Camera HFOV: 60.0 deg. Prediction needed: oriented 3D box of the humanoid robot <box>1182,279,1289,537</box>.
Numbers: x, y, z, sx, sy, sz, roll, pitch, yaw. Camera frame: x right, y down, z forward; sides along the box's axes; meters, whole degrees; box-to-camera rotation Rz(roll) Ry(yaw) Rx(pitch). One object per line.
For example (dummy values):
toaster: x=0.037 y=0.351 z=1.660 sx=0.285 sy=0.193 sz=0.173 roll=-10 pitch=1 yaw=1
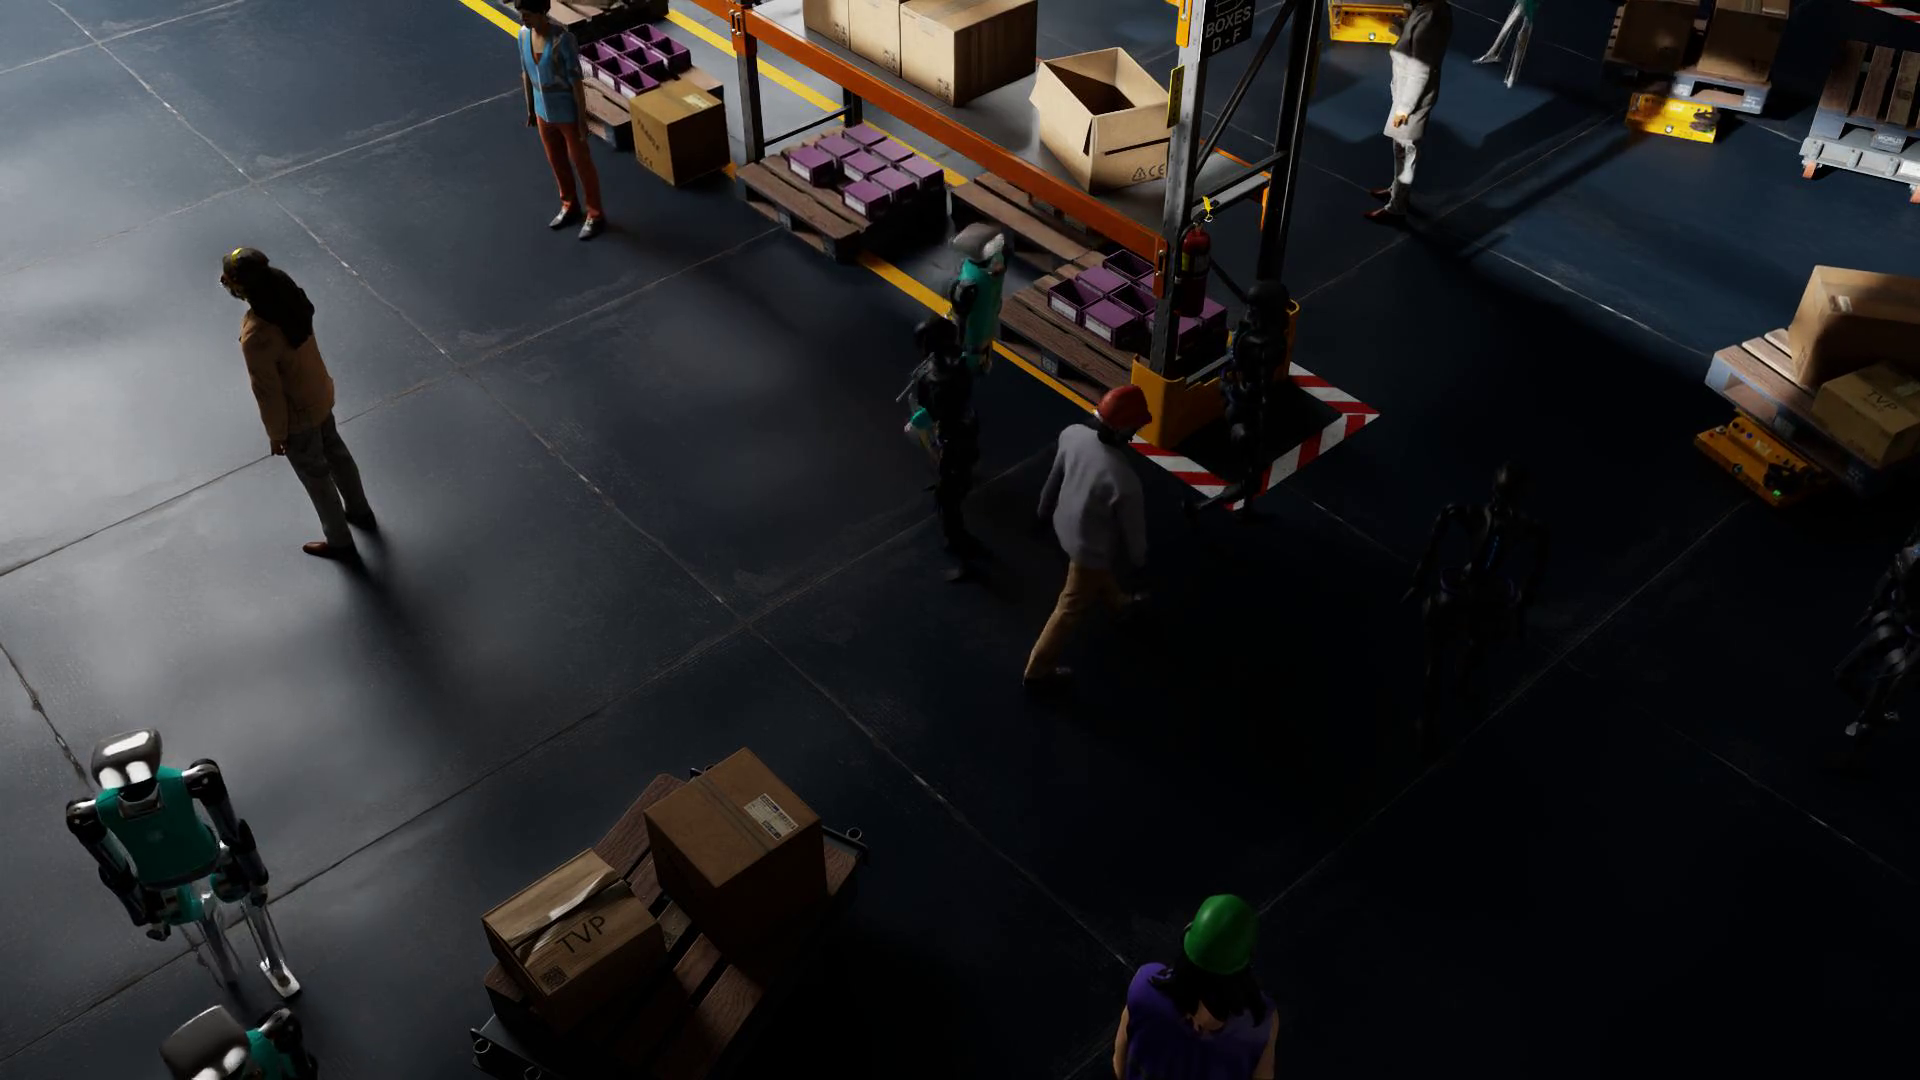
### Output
humanoid robot: x=1.499 y=-0.705 z=8.835 sx=0.603 sy=1.638 sz=0.589 roll=-5 pitch=43 yaw=-5

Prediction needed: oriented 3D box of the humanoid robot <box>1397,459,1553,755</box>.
humanoid robot: x=2.382 y=0.244 z=7.801 sx=0.595 sy=1.638 sz=0.676 roll=9 pitch=43 yaw=9

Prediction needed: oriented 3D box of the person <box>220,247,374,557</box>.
person: x=-3.439 y=-0.708 z=8.686 sx=0.390 sy=1.870 sz=0.559 roll=3 pitch=43 yaw=3

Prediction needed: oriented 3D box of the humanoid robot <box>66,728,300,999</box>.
humanoid robot: x=-3.058 y=1.292 z=6.659 sx=0.530 sy=1.856 sz=0.716 roll=-17 pitch=45 yaw=-18

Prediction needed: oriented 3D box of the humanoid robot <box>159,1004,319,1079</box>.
humanoid robot: x=-2.645 y=2.006 z=5.891 sx=1.052 sy=1.761 sz=0.551 roll=26 pitch=49 yaw=25

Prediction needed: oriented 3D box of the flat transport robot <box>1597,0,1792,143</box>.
flat transport robot: x=5.611 y=-3.548 z=12.954 sx=0.659 sy=0.231 sz=1.431 roll=16 pitch=45 yaw=17

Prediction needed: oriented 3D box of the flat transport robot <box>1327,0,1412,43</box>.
flat transport robot: x=3.456 y=-4.621 z=14.121 sx=0.659 sy=0.231 sz=1.431 roll=4 pitch=43 yaw=5

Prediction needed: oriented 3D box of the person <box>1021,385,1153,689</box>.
person: x=0.658 y=-0.039 z=8.090 sx=0.918 sy=1.682 sz=0.594 roll=-21 pitch=46 yaw=-21

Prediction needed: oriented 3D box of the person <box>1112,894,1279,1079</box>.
person: x=0.801 y=1.898 z=5.812 sx=0.552 sy=1.921 sz=0.426 roll=11 pitch=44 yaw=12

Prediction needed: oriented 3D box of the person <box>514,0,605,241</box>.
person: x=-2.691 y=-2.855 z=11.101 sx=0.507 sy=1.758 sz=0.341 roll=19 pitch=46 yaw=20

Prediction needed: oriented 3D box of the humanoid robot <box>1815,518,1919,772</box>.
humanoid robot: x=4.330 y=0.455 z=7.554 sx=0.421 sy=1.653 sz=0.590 roll=4 pitch=43 yaw=4

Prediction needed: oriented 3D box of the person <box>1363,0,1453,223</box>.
person: x=3.038 y=-3.005 z=11.213 sx=0.365 sy=1.830 sz=0.501 roll=15 pitch=45 yaw=15

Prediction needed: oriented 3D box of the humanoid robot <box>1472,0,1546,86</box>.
humanoid robot: x=4.351 y=-4.329 z=12.741 sx=0.530 sy=1.815 sz=0.773 roll=25 pitch=48 yaw=24

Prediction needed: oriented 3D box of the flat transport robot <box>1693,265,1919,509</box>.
flat transport robot: x=5.108 y=-0.642 z=9.793 sx=1.431 sy=0.231 sz=0.659 roll=-19 pitch=46 yaw=-19

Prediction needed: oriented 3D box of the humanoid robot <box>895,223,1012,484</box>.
humanoid robot: x=-0.101 y=-0.962 z=9.075 sx=0.725 sy=1.799 sz=0.532 roll=18 pitch=46 yaw=19

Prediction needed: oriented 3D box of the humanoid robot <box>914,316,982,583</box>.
humanoid robot: x=-0.048 y=-0.456 z=8.561 sx=0.365 sy=1.644 sz=0.610 roll=0 pitch=43 yaw=0
